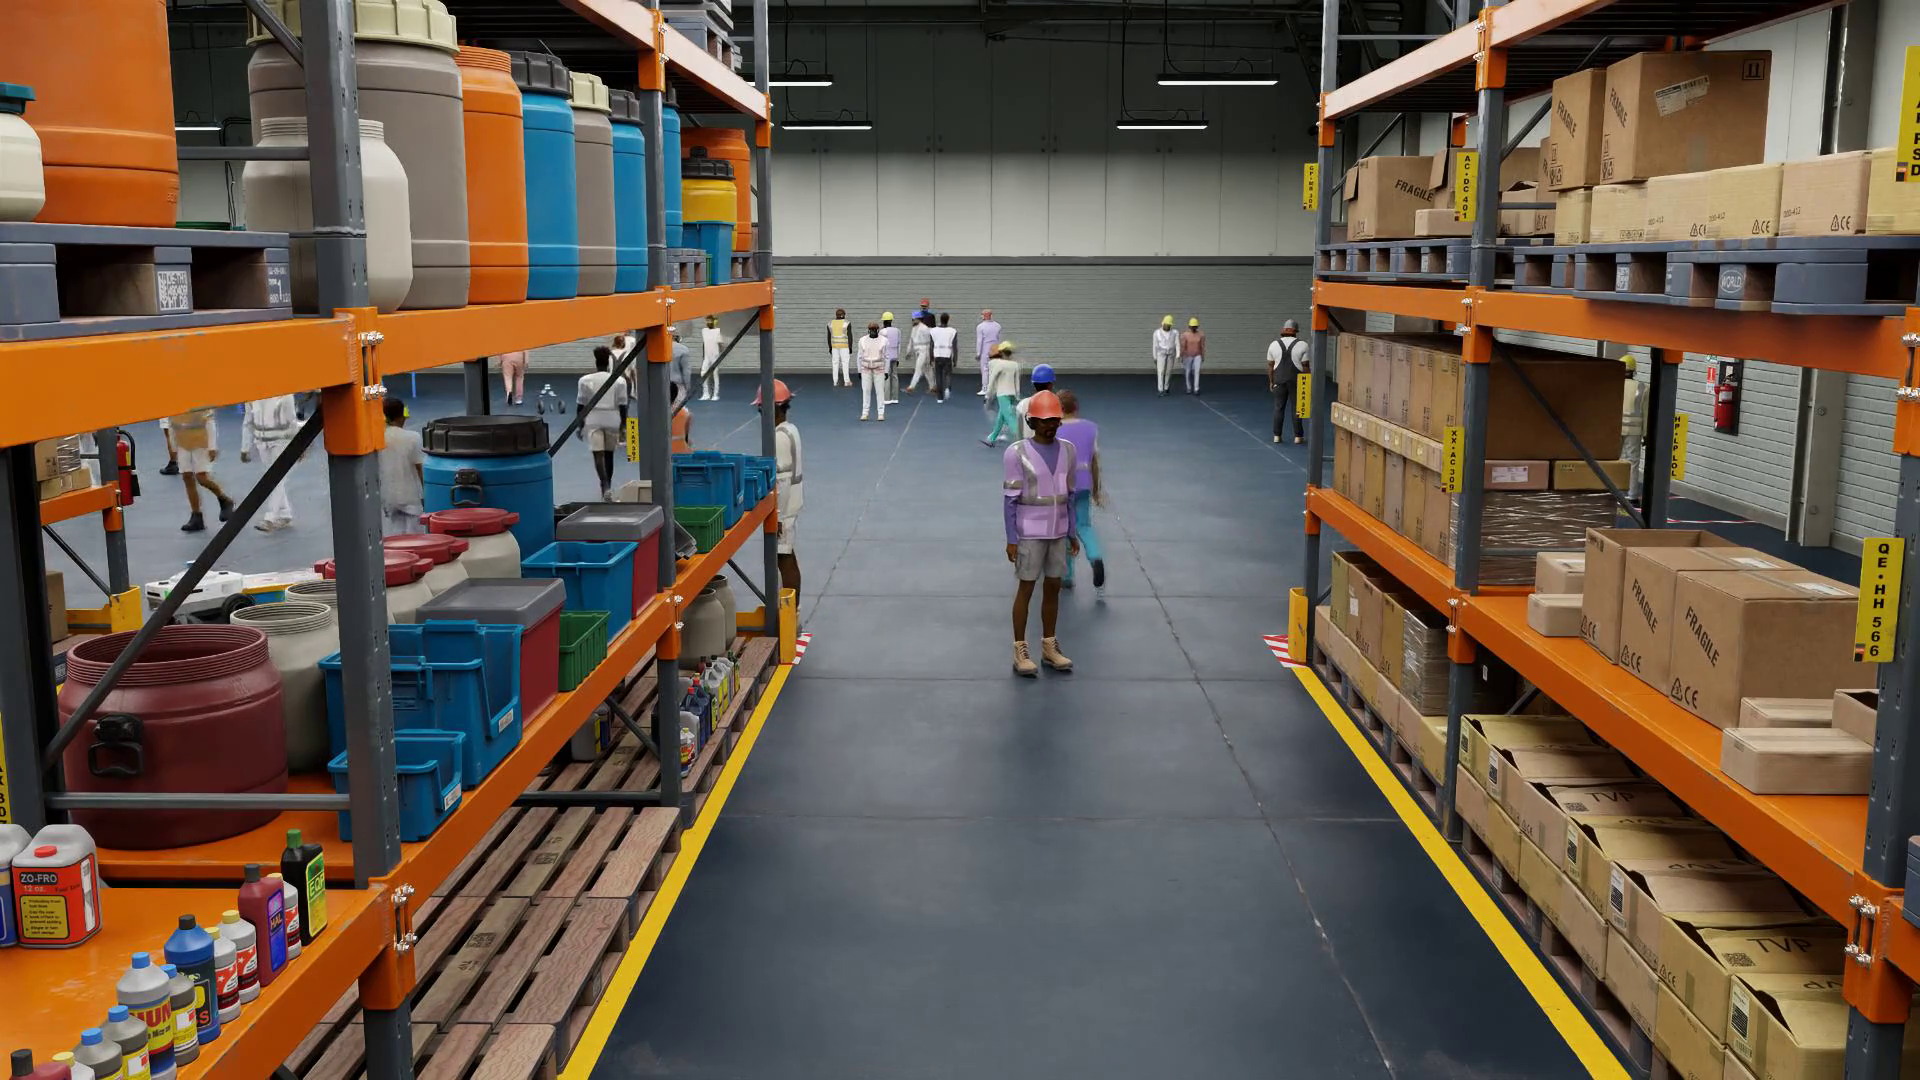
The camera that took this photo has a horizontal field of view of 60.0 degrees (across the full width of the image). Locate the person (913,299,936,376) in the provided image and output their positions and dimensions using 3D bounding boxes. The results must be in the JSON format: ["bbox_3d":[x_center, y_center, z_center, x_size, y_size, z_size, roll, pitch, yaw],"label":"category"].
[{"bbox_3d":[-0.913,-5.283,43.426,0.622,1.993,0.382,2,10,14],"label":"person"}]

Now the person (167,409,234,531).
[{"bbox_3d":[-8.469,-1.066,18.411,0.561,1.912,0.588,3,10,16],"label":"person"}]

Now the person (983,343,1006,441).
[{"bbox_3d":[0.603,-2.447,27.559,0.439,1.610,0.518,8,12,38],"label":"person"}]

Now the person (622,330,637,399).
[{"bbox_3d":[-7.058,-3.781,35.550,0.518,1.615,0.626,2,10,9],"label":"person"}]

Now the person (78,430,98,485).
[{"bbox_3d":[-10.827,-1.344,20.182,0.974,1.870,0.609,4,10,21],"label":"person"}]

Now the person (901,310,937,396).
[{"bbox_3d":[-0.897,-4.167,37.082,1.012,1.885,0.651,-5,11,-28],"label":"person"}]

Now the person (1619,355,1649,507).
[{"bbox_3d":[8.063,-1.324,20.188,0.586,1.837,0.404,5,11,27],"label":"person"}]

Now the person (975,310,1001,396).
[{"bbox_3d":[0.611,-4.182,37.113,0.638,1.904,0.402,-6,11,-33],"label":"person"}]

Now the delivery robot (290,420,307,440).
[{"bbox_3d":[-10.733,-1.771,26.541,0.477,0.478,0.707,6,11,33],"label":"delivery robot"}]

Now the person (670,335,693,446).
[{"bbox_3d":[-4.623,-2.486,26.867,0.630,1.931,0.369,4,10,23],"label":"person"}]

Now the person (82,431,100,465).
[{"bbox_3d":[-11.632,-1.655,22.136,0.595,1.844,0.940,-1,10,-5],"label":"person"}]

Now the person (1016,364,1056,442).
[{"bbox_3d":[0.816,-0.773,16.547,0.605,1.951,0.381,9,13,43],"label":"person"}]

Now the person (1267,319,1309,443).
[{"bbox_3d":[5.425,-2.607,27.391,0.681,2.000,0.536,4,10,25],"label":"person"}]

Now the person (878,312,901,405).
[{"bbox_3d":[-1.487,-3.789,34.672,0.360,1.930,0.587,9,13,43],"label":"person"}]

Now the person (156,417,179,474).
[{"bbox_3d":[-11.091,-1.899,23.323,0.377,1.938,0.547,4,10,21],"label":"person"}]

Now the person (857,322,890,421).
[{"bbox_3d":[-1.626,-3.166,31.202,0.627,1.845,0.429,1,10,7],"label":"person"}]

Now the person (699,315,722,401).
[{"bbox_3d":[-5.324,-3.870,35.394,0.531,1.841,0.702,4,10,21],"label":"person"}]

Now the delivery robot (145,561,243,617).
[{"bbox_3d":[-6.196,0.412,13.464,0.477,0.478,0.707,6,11,33],"label":"delivery robot"}]

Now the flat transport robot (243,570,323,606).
[{"bbox_3d":[-5.964,0.430,14.486,1.431,0.197,0.652,-7,12,-36],"label":"flat transport robot"}]

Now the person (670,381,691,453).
[{"bbox_3d":[-3.118,-0.922,18.241,0.755,1.673,0.536,8,12,39],"label":"person"}]

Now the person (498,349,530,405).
[{"bbox_3d":[-9.241,-3.734,34.452,0.655,1.890,0.629,-2,10,-12],"label":"person"}]

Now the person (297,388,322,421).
[{"bbox_3d":[-11.683,-3.006,29.995,0.567,1.923,0.595,3,10,20],"label":"person"}]

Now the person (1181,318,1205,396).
[{"bbox_3d":[5.232,-4.138,37.373,0.534,1.729,0.764,1,10,4],"label":"person"}]

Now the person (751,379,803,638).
[{"bbox_3d":[-1.443,-0.249,13.136,0.396,2.038,0.614,0,9,0],"label":"person"}]

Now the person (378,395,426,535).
[{"bbox_3d":[-4.707,-0.314,14.149,0.566,1.839,0.436,1,10,4],"label":"person"}]

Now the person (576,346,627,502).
[{"bbox_3d":[-4.433,-1.443,20.640,0.619,1.930,0.959,-4,10,-21],"label":"person"}]

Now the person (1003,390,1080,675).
[{"bbox_3d":[0.608,-0.056,11.975,0.616,2.041,0.379,-6,11,-31],"label":"person"}]

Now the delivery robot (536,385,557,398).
[{"bbox_3d":[-8.132,-2.944,32.793,0.335,0.223,0.698,-5,11,-30],"label":"delivery robot"}]

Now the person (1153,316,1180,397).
[{"bbox_3d":[4.580,-4.105,37.007,0.586,1.786,0.840,-1,10,-5],"label":"person"}]

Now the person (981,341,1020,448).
[{"bbox_3d":[0.687,-2.261,26.177,0.957,1.707,0.529,8,12,40],"label":"person"}]

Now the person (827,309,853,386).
[{"bbox_3d":[-2.867,-4.626,39.975,0.622,1.837,0.430,3,10,18],"label":"person"}]

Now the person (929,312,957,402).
[{"bbox_3d":[-0.356,-3.857,35.150,0.604,1.906,0.534,0,9,1],"label":"person"}]

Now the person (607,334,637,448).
[{"bbox_3d":[-5.486,-2.428,26.950,0.496,1.791,0.927,0,9,-1],"label":"person"}]

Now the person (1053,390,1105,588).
[{"bbox_3d":[1.025,-0.439,14.932,0.604,1.813,0.673,-4,10,-22],"label":"person"}]

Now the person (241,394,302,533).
[{"bbox_3d":[-7.614,-1.003,18.228,0.595,1.844,0.872,2,10,13],"label":"person"}]
